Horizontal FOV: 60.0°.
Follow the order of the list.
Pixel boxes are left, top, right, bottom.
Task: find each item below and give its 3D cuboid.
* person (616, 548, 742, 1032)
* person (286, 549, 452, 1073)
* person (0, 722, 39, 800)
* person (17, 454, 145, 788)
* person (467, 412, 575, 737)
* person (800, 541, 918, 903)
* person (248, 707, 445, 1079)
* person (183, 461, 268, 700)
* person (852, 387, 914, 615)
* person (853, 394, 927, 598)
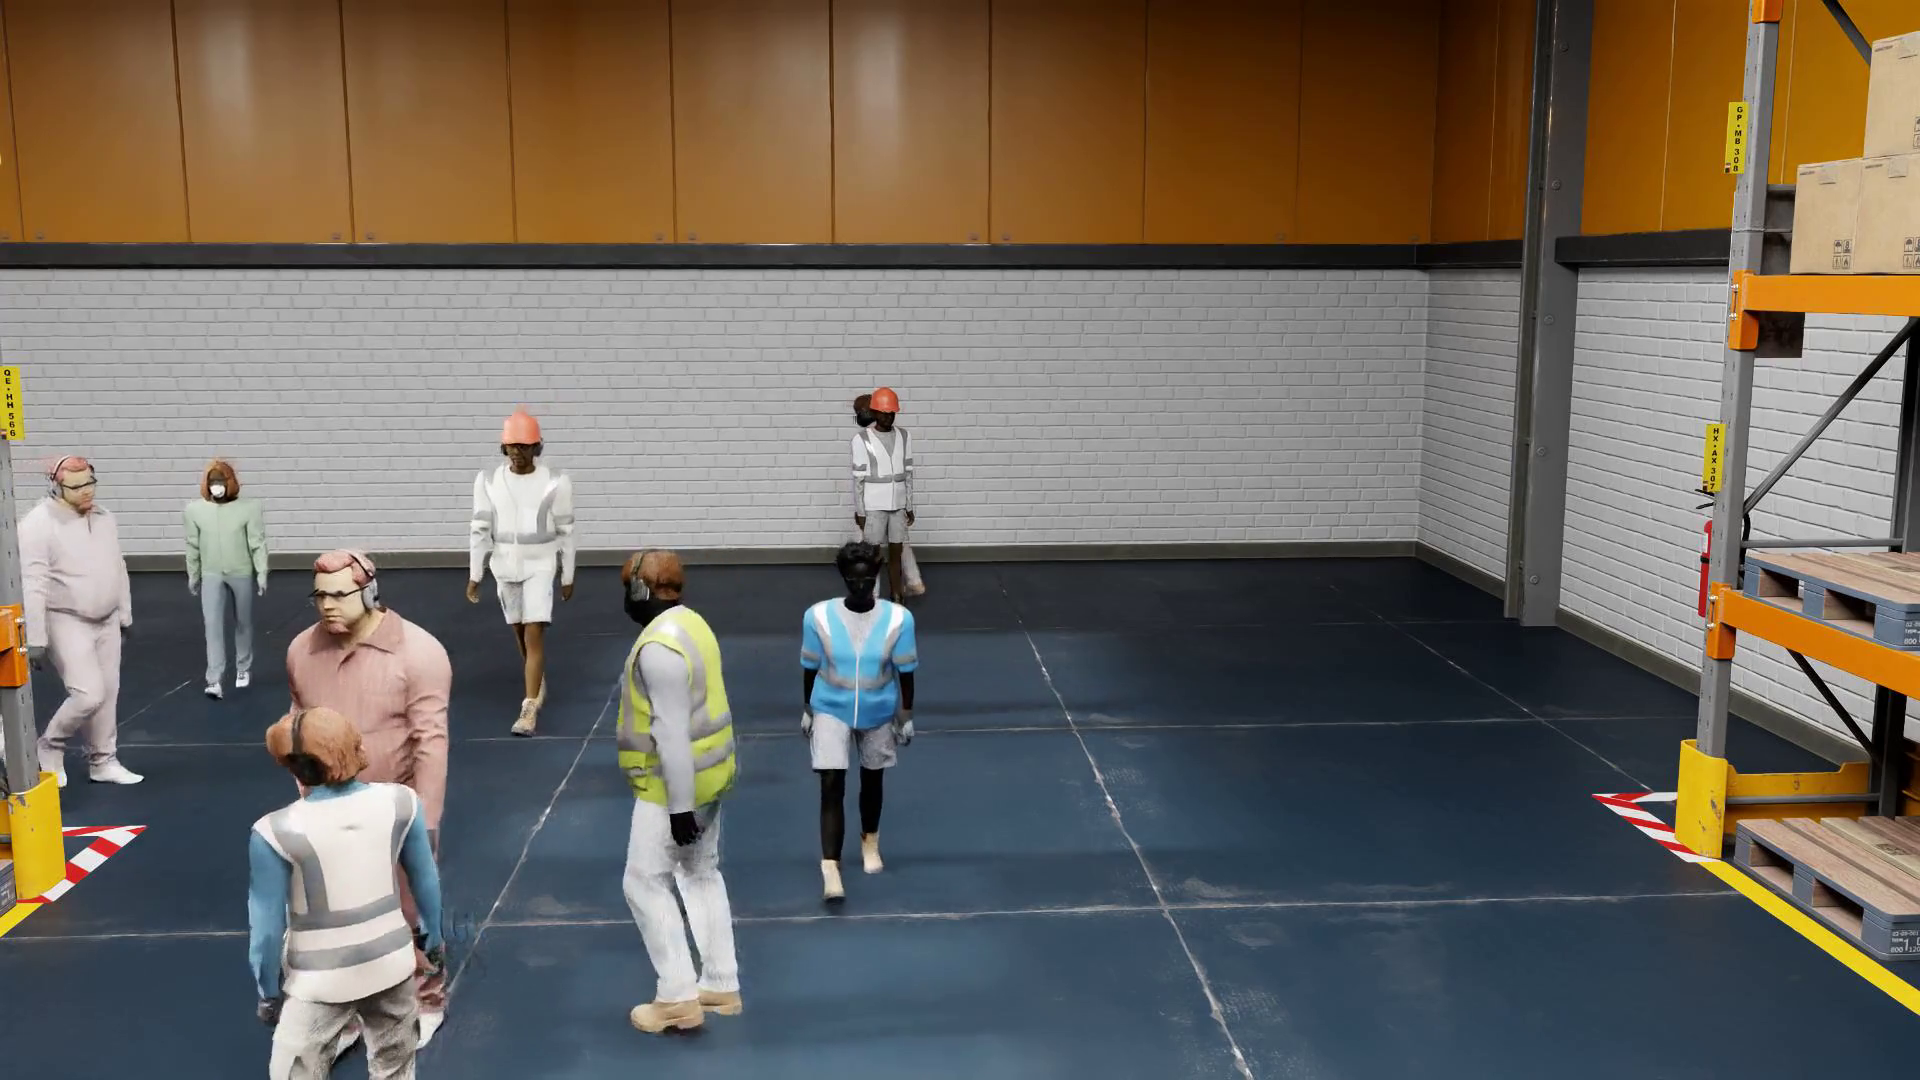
[{"bbox_3d":[-1.060,0.938,6.335,0.501,1.801,0.656,1,9,5],"label":"person"},{"bbox_3d":[-2.118,0.967,5.901,0.678,1.882,0.707,1,9,8],"label":"person"},{"bbox_3d":[-5.289,0.531,8.709,0.740,1.865,0.593,3,9,16],"label":"person"},{"bbox_3d":[-4.773,0.463,9.035,0.479,1.881,0.734,2,9,13],"label":"person"},{"bbox_3d":[-2.746,0.188,10.479,0.614,1.993,1.070,0,9,3],"label":"person"},{"bbox_3d":[-0.453,0.816,7.582,0.540,1.639,0.878,-1,9,-7],"label":"person"},{"bbox_3d":[-1.778,1.277,4.760,0.369,1.622,0.722,9,12,43],"label":"person"},{"bbox_3d":[-4.923,0.267,11.166,0.524,1.582,0.839,-3,9,-16],"label":"person"},{"bbox_3d":[-0.610,-0.287,13.630,0.538,1.930,0.378,-5,10,-30],"label":"person"},{"bbox_3d":[-0.647,-0.345,14.341,0.534,1.819,0.795,5,10,28],"label":"person"}]
